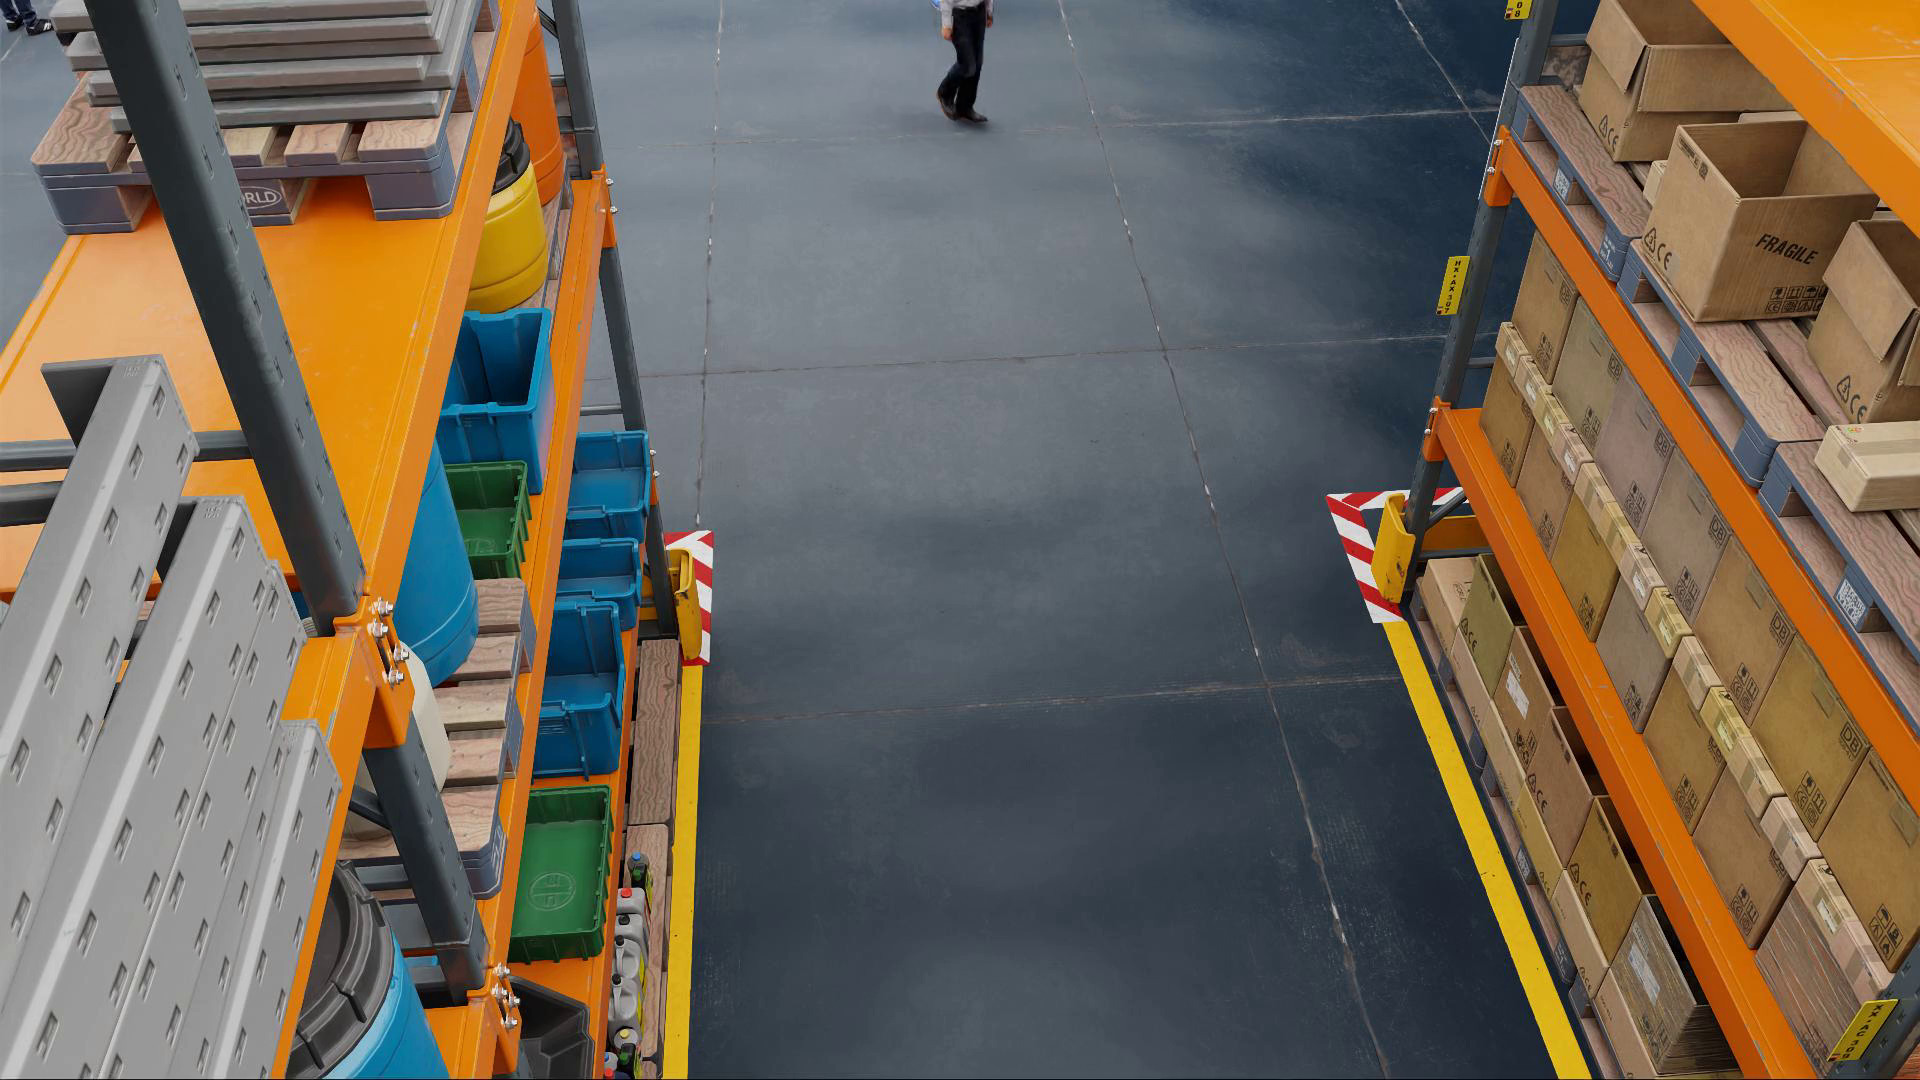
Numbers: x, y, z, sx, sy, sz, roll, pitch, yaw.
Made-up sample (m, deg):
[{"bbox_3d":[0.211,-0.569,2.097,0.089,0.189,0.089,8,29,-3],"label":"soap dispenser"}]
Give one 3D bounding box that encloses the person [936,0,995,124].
[{"bbox_3d":[-0.017,-4.011,12.598,0.879,1.807,0.817,29,49,28],"label":"person"}]
